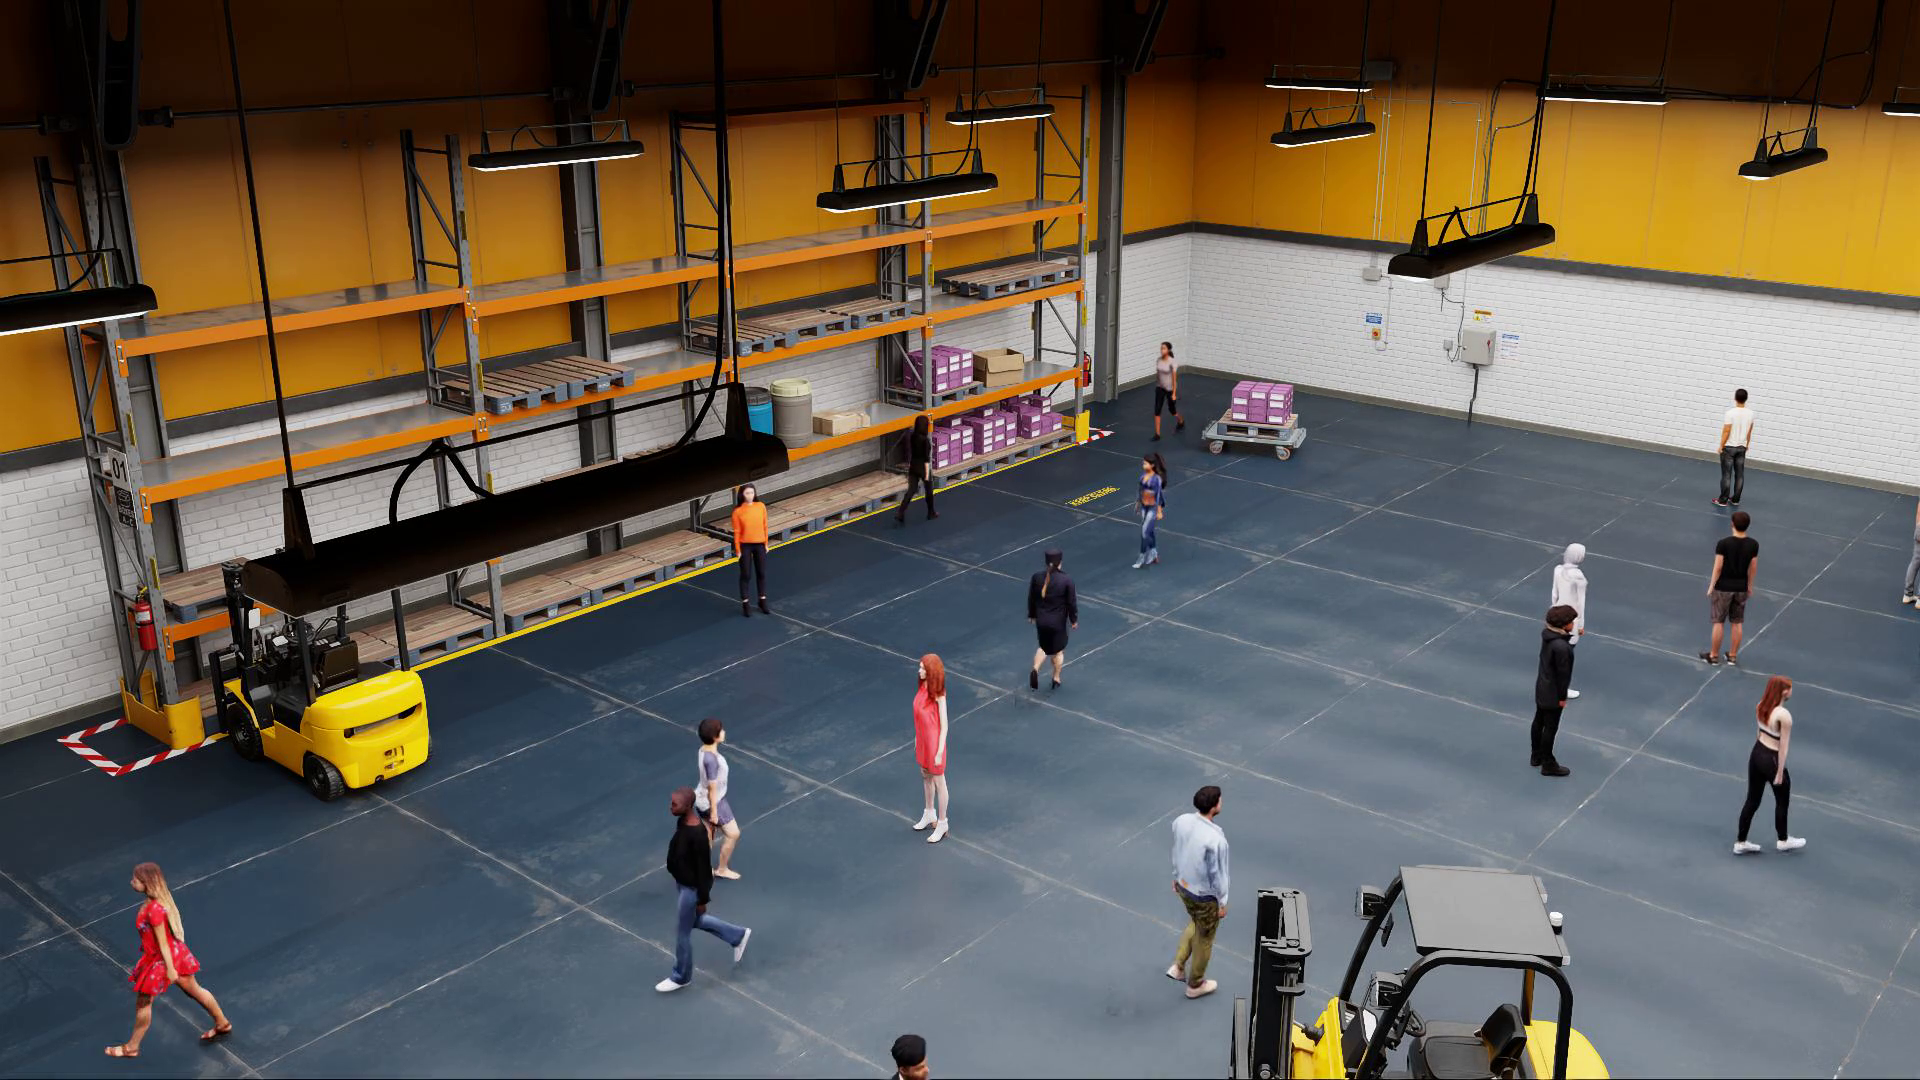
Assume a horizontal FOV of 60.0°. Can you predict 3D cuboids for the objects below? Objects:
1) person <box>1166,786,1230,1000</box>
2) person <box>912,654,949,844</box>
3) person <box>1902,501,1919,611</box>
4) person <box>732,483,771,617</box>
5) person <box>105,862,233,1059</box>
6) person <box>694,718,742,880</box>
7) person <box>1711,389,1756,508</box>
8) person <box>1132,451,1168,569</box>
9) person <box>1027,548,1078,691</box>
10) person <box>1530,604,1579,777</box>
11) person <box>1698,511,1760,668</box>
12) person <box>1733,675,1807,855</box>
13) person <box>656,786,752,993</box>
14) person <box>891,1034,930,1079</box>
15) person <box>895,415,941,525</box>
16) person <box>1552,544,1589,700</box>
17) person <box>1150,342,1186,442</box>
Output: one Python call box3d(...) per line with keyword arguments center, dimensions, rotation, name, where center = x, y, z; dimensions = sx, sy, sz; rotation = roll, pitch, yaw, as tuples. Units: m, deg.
box3d(center=(1.801, 2.750, 12.901), dimensions=(0.803, 1.798, 0.789), rotation=(-12, 22, -31), name="person")
box3d(center=(-0.256, 1.898, 15.384), dimensions=(0.622, 1.828, 0.654), rotation=(-10, 21, -28), name="person")
box3d(center=(12.307, -0.065, 21.105), dimensions=(0.778, 1.898, 0.732), rotation=(-3, 19, -8), name="person")
box3d(center=(-2.624, 0.092, 20.875), dimensions=(0.599, 1.747, 0.744), rotation=(-11, 22, -30), name="person")
box3d(center=(-5.770, 3.093, 12.283), dimensions=(1.149, 1.542, 0.951), rotation=(-6, 19, -17), name="person")
box3d(center=(-2.244, 2.301, 14.620), dimensions=(0.733, 1.552, 0.689), rotation=(-6, 20, -18), name="person")
box3d(center=(11.765, -1.407, 25.245), dimensions=(0.697, 1.798, 0.778), rotation=(-3, 19, -9), name="person")
box3d(center=(2.641, -0.423, 22.618), dimensions=(0.857, 1.610, 0.775), rotation=(-11, 21, -29), name="person")
box3d(center=(0.980, 0.939, 18.502), dimensions=(0.845, 1.656, 0.928), rotation=(9, 21, 26), name="person")
box3d(center=(5.940, 1.484, 16.688), dimensions=(0.784, 1.780, 0.721), rotation=(-1, 19, -3), name="person")
box3d(center=(8.947, 0.559, 19.308), dimensions=(0.759, 1.861, 0.803), rotation=(0, 19, -1), name="person")
box3d(center=(7.240, 2.057, 15.067), dimensions=(1.014, 1.730, 0.908), rotation=(-4, 19, -12), name="person")
box3d(center=(-2.038, 2.718, 13.108), dimensions=(1.134, 1.727, 0.855), rotation=(-10, 21, -28), name="person")
box3d(center=(-0.425, 3.723, 9.918), dimensions=(0.936, 1.859, 0.981), rotation=(8, 20, 21), name="person")
box3d(center=(-0.651, -1.010, 24.357), dimensions=(0.552, 1.613, 1.023), rotation=(15, 24, 38), name="person")
box3d(center=(6.722, 0.889, 18.460), dimensions=(0.671, 1.777, 0.683), rotation=(-8, 20, -23), name="person")
box3d(center=(3.633, -2.591, 28.895), dimensions=(0.626, 1.712, 1.129), rotation=(16, 24, 39), name="person")
